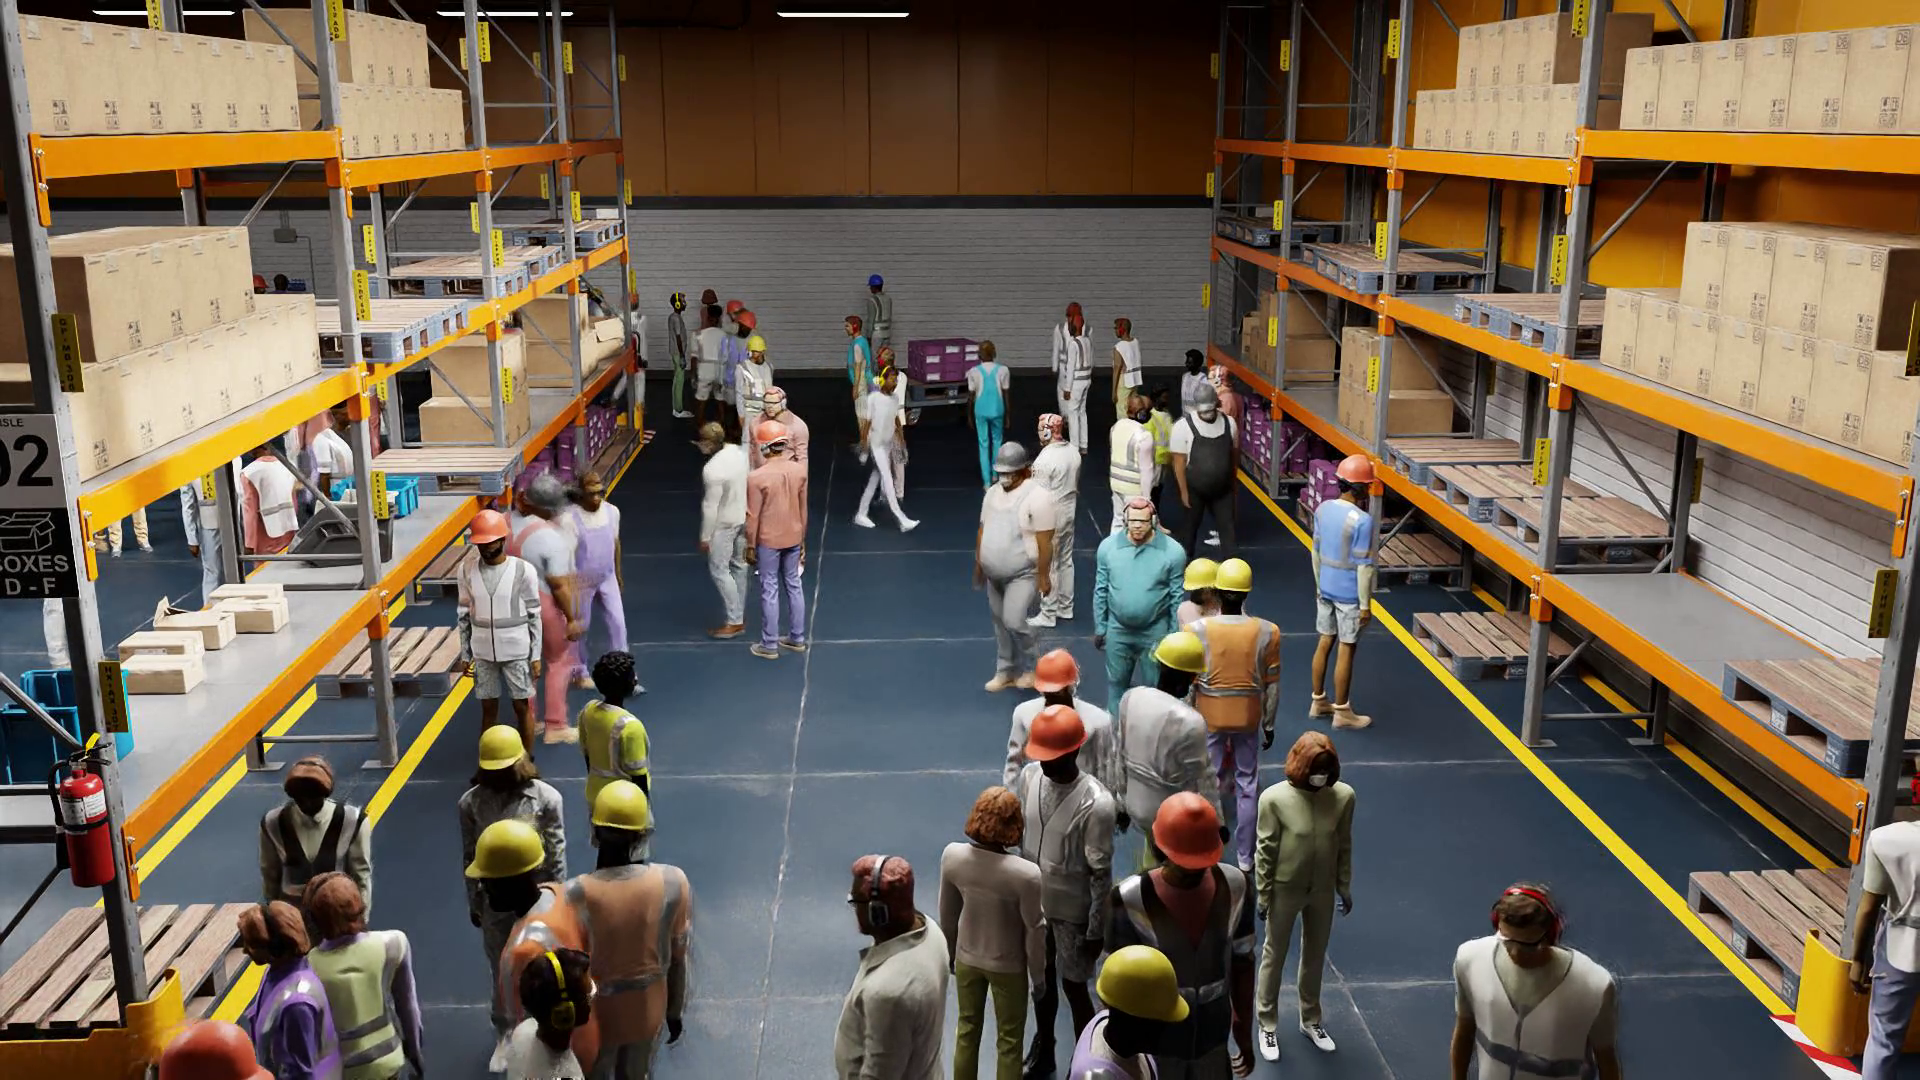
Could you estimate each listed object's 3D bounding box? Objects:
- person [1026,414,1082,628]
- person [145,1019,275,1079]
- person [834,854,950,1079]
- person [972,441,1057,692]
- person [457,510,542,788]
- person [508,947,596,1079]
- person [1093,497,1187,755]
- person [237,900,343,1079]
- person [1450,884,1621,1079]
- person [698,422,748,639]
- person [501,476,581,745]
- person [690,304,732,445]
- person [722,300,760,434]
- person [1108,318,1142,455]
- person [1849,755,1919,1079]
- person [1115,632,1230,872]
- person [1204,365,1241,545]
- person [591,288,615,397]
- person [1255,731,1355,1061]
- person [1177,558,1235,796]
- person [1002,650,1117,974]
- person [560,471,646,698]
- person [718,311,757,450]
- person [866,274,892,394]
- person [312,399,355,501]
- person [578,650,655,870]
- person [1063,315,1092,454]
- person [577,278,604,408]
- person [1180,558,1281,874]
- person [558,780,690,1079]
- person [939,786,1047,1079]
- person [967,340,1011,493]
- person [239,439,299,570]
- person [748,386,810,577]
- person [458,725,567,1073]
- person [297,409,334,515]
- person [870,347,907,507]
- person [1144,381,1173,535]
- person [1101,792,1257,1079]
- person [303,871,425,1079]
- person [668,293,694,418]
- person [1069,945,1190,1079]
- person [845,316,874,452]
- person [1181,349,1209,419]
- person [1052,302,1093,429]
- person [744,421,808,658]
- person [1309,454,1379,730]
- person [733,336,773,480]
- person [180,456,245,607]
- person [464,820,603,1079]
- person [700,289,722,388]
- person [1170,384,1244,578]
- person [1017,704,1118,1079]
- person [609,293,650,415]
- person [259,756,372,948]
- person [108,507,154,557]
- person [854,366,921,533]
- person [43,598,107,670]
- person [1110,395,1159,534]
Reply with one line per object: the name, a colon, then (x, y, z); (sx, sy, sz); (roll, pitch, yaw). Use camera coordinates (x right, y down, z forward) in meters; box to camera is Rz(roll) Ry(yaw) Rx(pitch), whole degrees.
person: (0.805, -0.176, 14.697); (0.399, 1.900, 0.644); (9, 17, 33)
person: (-2.224, 2.309, 4.882); (1.056, 1.935, 0.634); (0, 14, -1)
person: (-0.253, 2.034, 6.033); (0.402, 1.896, 0.652); (3, 15, 10)
person: (0.387, 0.214, 12.879); (0.535, 2.000, 0.703); (-11, 18, -36)
person: (-3.049, 0.740, 11.019); (0.552, 1.935, 0.365); (1, 14, 2)
person: (-1.374, 2.208, 5.451); (0.733, 1.860, 0.525); (-7, 16, -26)
person: (1.237, 0.623, 11.567); (0.649, 1.899, 0.399); (4, 15, 17)
person: (-2.483, 2.109, 6.257); (0.324, 1.630, 0.520); (-8, 16, -28)
person: (2.082, 2.062, 6.056); (0.612, 1.814, 0.505); (11, 18, 36)
person: (-2.016, -0.104, 14.440); (0.362, 1.895, 0.703); (5, 15, 19)
person: (-3.006, 0.459, 11.915); (0.717, 2.000, 0.536); (8, 16, 28)
person: (-3.399, -2.250, 22.765); (0.665, 1.935, 0.439); (-2, 14, -6)
person: (-3.029, -2.378, 23.271); (0.618, 1.946, 0.990); (-12, 18, -38)
person: (2.214, -2.028, 22.104); (0.389, 1.836, 0.561); (11, 18, 38)
person: (4.093, 1.798, 7.074); (0.562, 1.836, 0.396); (3, 15, 11)
person: (1.135, 1.378, 8.628); (0.780, 1.885, 0.585); (-8, 16, -28)
person: (2.749, -0.903, 17.577); (0.409, 1.894, 0.661); (4, 15, 17)
person: (-5.766, -3.132, 26.564); (0.327, 1.767, 0.533); (10, 18, 35)
person: (1.637, 1.681, 7.934); (0.497, 1.632, 0.289); (-4, 15, -14)
person: (1.645, 0.925, 10.680); (0.607, 1.737, 0.567); (-12, 19, -40)
person: (0.506, 1.408, 8.853); (0.589, 1.703, 0.876); (7, 16, 25)
person: (-2.782, 0.353, 12.823); (0.565, 1.794, 0.916); (-11, 18, -38)
person: (-2.977, -2.176, 22.578); (0.588, 1.883, 0.842); (0, 14, -1)
person: (-1.334, -3.339, 27.037); (0.415, 1.939, 0.600); (8, 16, 29)
person: (-5.722, -0.417, 15.503); (0.372, 1.966, 0.603); (5, 15, 18)
person: (-1.810, 1.407, 8.883); (0.316, 1.696, 0.541); (-14, 20, -43)
person: (1.557, -2.050, 22.107); (0.361, 1.872, 0.585); (7, 16, 27)
person: (-5.771, -2.975, 25.396); (0.672, 2.000, 0.536); (11, 18, 37)
person: (1.580, 1.049, 9.827); (0.588, 1.927, 0.370); (0, 14, 0)
person: (-1.344, 1.883, 6.587); (0.605, 1.902, 0.485); (-8, 16, -28)
person: (0.148, 1.850, 7.268); (0.508, 1.632, 0.265); (8, 16, 29)
person: (0.337, -1.522, 20.141); (0.523, 1.807, 0.886); (-1, 14, -3)
person: (-5.847, -0.048, 14.184); (0.391, 1.905, 0.599); (4, 15, 17)
person: (-1.778, -0.555, 16.197); (0.643, 1.900, 0.398); (6, 15, 21)
person: (-2.072, 1.673, 7.765); (0.485, 1.732, 0.332); (-1, 14, -4)
person: (-7.115, -1.098, 18.622); (0.546, 1.742, 0.420); (2, 14, 9)
person: (-0.823, -1.303, 19.222); (0.376, 1.844, 0.573); (11, 18, 36)
person: (2.096, -0.847, 17.728); (0.318, 1.699, 0.534); (8, 16, 29)
person: (0.839, 1.894, 6.318); (0.617, 2.028, 0.410); (-4, 15, -14)
person: (-2.359, 2.058, 6.463); (0.532, 1.630, 0.360); (-10, 17, -33)
person: (-4.188, -2.765, 24.913); (0.328, 1.872, 0.513); (-5, 15, -18)
person: (0.524, 2.186, 5.399); (0.394, 1.913, 0.591); (2, 14, 9)
person: (-1.340, -2.101, 22.393); (0.386, 1.834, 0.561); (0, 14, -1)
person: (2.857, -1.483, 20.245); (0.319, 1.691, 0.536); (-7, 16, -26)
person: (1.601, -2.457, 23.702); (0.593, 1.867, 0.415); (-1, 14, -4)
person: (-1.538, -0.009, 13.866); (0.615, 1.987, 0.407); (-14, 20, -43)
person: (2.839, 0.376, 12.237); (0.396, 2.042, 0.610); (-6, 16, -23)
person: (-2.481, -1.588, 20.362); (0.403, 1.835, 0.586); (13, 19, 42)
person: (-6.402, -0.089, 14.342); (0.402, 1.908, 0.598); (8, 17, 30)
person: (-1.539, 1.956, 6.339); (0.578, 1.898, 0.585); (0, 14, -1)
person: (-4.142, -3.354, 27.693); (0.283, 1.636, 0.500); (9, 17, 30)
person: (2.371, -0.549, 15.874); (0.714, 2.000, 0.904); (-3, 15, -13)
person: (0.440, 1.644, 7.504); (0.388, 1.925, 0.550); (-13, 19, -41)
person: (-4.981, -2.775, 24.979); (0.577, 1.863, 0.758); (6, 16, 24)
person: (-2.935, 1.760, 7.631); (0.508, 1.616, 0.476); (-3, 15, -12)
person: (-8.600, -0.711, 17.083); (0.559, 1.752, 0.326); (-10, 17, -35)
person: (-0.791, -0.982, 18.033); (1.004, 1.809, 0.531); (10, 18, 35)
person: (-7.229, 0.175, 13.433); (0.429, 1.839, 0.634); (2, 14, 8)
person: (1.679, -0.490, 16.071); (0.434, 1.833, 0.644); (-7, 16, -26)
